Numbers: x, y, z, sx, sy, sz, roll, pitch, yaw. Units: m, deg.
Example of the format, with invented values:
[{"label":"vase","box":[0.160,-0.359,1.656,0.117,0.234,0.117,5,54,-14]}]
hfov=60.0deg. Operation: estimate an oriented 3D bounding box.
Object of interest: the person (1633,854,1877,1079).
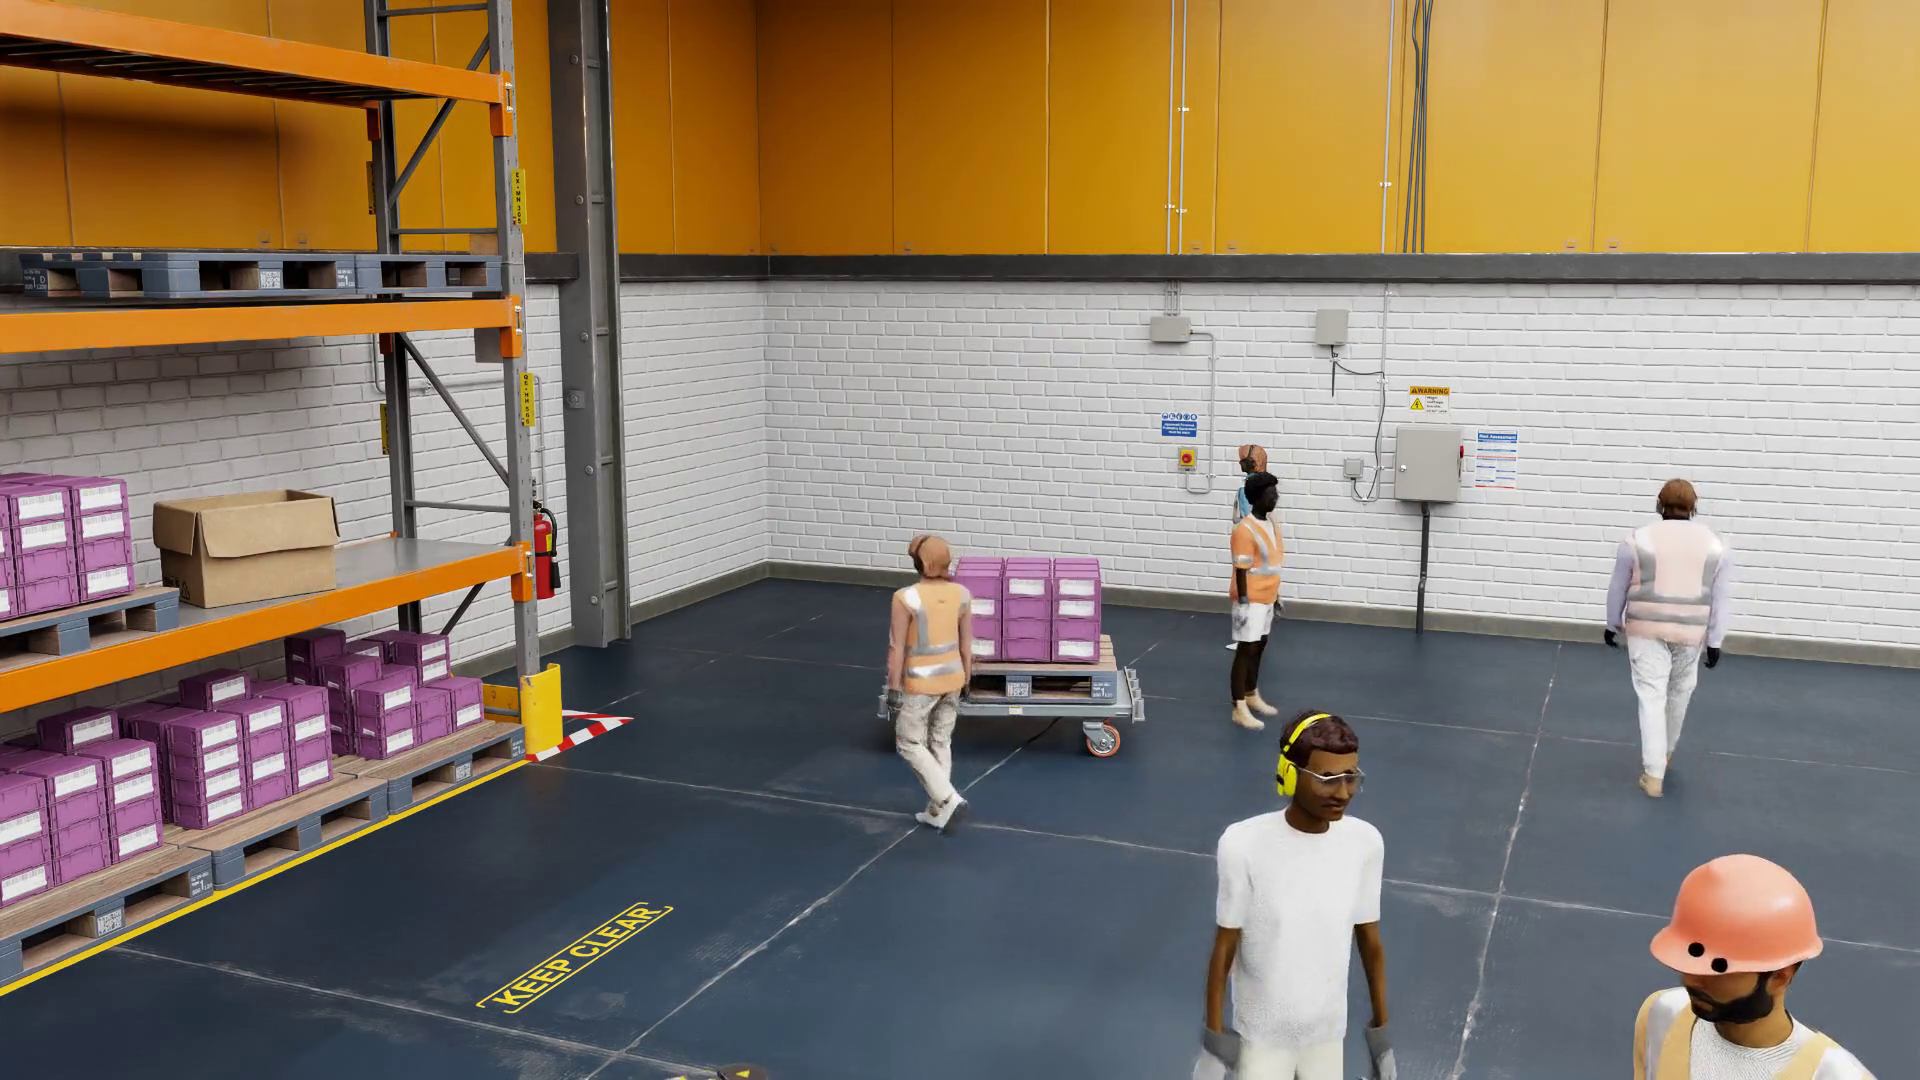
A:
[{"label":"person","box":[1.489,1.541,3.265,0.376,1.932,0.551,-5,11,-29]}]

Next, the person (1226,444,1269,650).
[{"label":"person","box":[2.304,0.058,13.144,0.307,1.641,0.513,5,10,27]}]

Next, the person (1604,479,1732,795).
[{"label":"person","box":[4.138,0.529,9.823,0.627,1.797,0.932,1,9,9]}]

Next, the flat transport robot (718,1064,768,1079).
[{"label":"flat transport robot","box":[-1.189,2.036,5.291,1.431,0.197,0.652,-6,11,-29]}]

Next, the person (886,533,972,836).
[{"label":"person","box":[-0.111,0.784,8.784,0.519,1.623,0.503,-8,12,-39]}]

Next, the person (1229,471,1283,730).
[{"label":"person","box":[1.959,0.385,11.010,0.318,1.697,0.540,6,11,32]}]

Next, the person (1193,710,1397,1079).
[{"label":"person","box":[0.924,1.373,4.517,0.579,1.858,0.459,-3,10,-16]}]
